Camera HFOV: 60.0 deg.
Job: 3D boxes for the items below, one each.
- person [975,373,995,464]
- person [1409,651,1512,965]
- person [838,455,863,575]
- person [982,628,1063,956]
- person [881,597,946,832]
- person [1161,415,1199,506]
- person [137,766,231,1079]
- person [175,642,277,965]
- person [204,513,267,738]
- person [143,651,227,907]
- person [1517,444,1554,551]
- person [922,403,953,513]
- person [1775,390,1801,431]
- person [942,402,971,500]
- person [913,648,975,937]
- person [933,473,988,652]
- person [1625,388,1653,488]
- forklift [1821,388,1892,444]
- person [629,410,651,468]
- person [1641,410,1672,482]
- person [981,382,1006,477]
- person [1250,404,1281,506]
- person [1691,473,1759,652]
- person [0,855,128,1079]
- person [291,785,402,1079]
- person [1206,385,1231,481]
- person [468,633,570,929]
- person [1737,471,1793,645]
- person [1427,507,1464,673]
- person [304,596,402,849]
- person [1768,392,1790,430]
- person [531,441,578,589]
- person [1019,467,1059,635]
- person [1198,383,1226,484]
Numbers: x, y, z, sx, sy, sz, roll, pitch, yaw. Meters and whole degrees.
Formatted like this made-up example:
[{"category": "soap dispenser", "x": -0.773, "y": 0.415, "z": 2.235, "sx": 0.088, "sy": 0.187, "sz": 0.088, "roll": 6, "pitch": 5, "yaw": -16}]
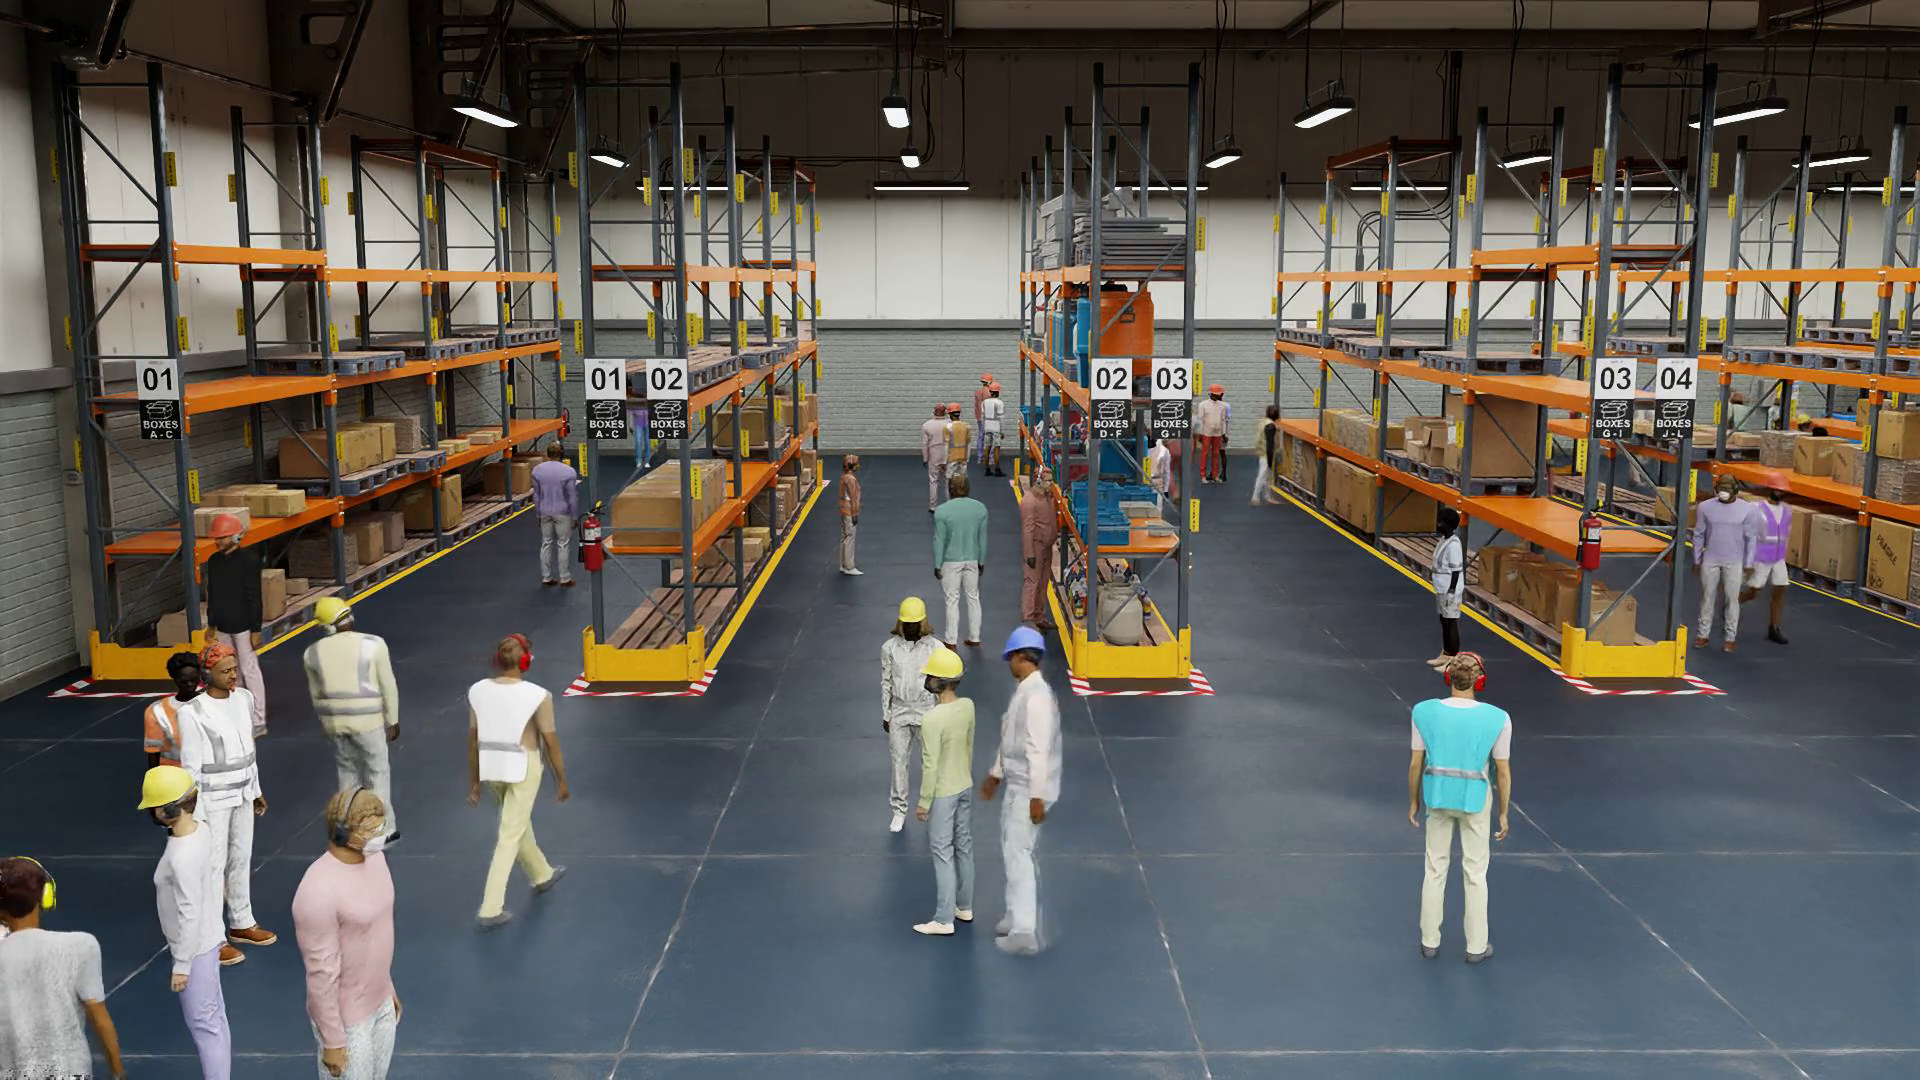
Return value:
[{"category": "person", "x": 0.584, "y": -2.642, "z": 36.289, "sx": 0.612, "sy": 1.995, "sz": 0.379, "roll": 9, "pitch": 12, "yaw": 44}, {"category": "person", "x": 2.908, "y": 1.563, "z": 9.712, "sx": 0.570, "sy": 1.843, "sz": 0.373, "roll": 4, "pitch": 10, "yaw": 24}, {"category": "person", "x": -1.495, "y": -0.343, "z": 22.636, "sx": 0.311, "sy": 1.638, "sz": 0.523, "roll": -3, "pitch": 9, "yaw": -17}, {"category": "person", "x": 0.405, "y": 1.502, "z": 10.015, "sx": 0.441, "sy": 1.887, "sz": 0.729, "roll": -2, "pitch": 9, "yaw": -10}, {"category": "person", "x": -0.335, "y": 1.261, "z": 12.010, "sx": 0.484, "sy": 1.736, "sz": 0.322, "roll": 1, "pitch": 9, "yaw": 8}, {"category": "person", "x": 3.858, "y": -1.599, "z": 29.429, "sx": 0.701, "sy": 2.000, "sz": 0.539, "roll": -3, "pitch": 9, "yaw": -17}, {"category": "person", "x": -3.623, "y": 1.906, "z": 7.793, "sx": 0.327, "sy": 1.760, "sz": 0.523, "roll": -3, "pitch": 9, "yaw": -19}, {"category": "person", "x": -4.321, "y": 1.531, "z": 9.796, "sx": 0.346, "sy": 1.882, "sz": 0.584, "roll": 2, "pitch": 9, "yaw": 15}, {"category": "person", "x": -6.329, "y": 0.750, "z": 14.498, "sx": 0.614, "sy": 1.991, "sz": 0.404, "roll": 5, "pitch": 10, "yaw": 29}, {"category": "person", "x": -4.832, "y": 1.523, "z": 10.468, "sx": 0.530, "sy": 1.690, "sz": 0.319, "roll": -6, "pitch": 11, "yaw": -33}, {"category": "person", "x": 8.408, "y": -0.804, "z": 24.408, "sx": 0.615, "sy": 2.024, "sz": 0.743, "roll": 1, "pitch": 9, "yaw": 4}, {"category": "person", "x": -0.335, "y": -1.407, "z": 28.625, "sx": 0.639, "sy": 1.908, "sz": 0.409, "roll": 0, "pitch": 9, "yaw": -3}, {"category": "person", "x": 17.448, "y": -2.401, "z": 35.115, "sx": 0.649, "sy": 1.876, "sz": 1.030, "roll": -5, "pitch": 10, "yaw": -29}, {"category": "person", "x": -0.076, "y": -1.383, "z": 28.386, "sx": 0.543, "sy": 1.933, "sz": 0.363, "roll": -5, "pitch": 10, "yaw": -31}, {"category": "person", "x": -0.093, "y": 1.530, "z": 10.172, "sx": 0.302, "sy": 1.771, "sz": 0.531, "roll": 5, "pitch": 10, "yaw": 31}, {"category": "person", "x": 0.002, "y": 0.241, "z": 17.958, "sx": 0.628, "sy": 1.932, "sz": 0.375, "roll": -4, "pitch": 10, "yaw": -26}, {"category": "person", "x": 13.201, "y": -1.980, "z": 32.286, "sx": 0.447, "sy": 1.929, "sz": 0.682, "roll": 4, "pitch": 10, "yaw": 24}, {"category": "forklift", "x": 20.072, "y": -3.110, "z": 36.462, "sx": 1.873, "sy": 2.768, "sz": 1.129, "roll": 0, "pitch": 9, "yaw": 0}, {"category": "person", "x": -6.699, "y": -2.425, "z": 35.264, "sx": 0.600, "sy": 1.876, "sz": 0.949, "roll": -2, "pitch": 9, "yaw": -14}, {"category": "person", "x": 13.988, "y": -2.084, "z": 33.290, "sx": 0.599, "sy": 1.814, "sz": 0.747, "roll": -2, "pitch": 9, "yaw": -12}, {"category": "person", "x": 0.691, "y": -2.251, "z": 33.953, "sx": 0.543, "sy": 1.939, "sz": 0.370, "roll": 7, "pitch": 11, "yaw": 38}, {"category": "person", "x": 5.476, "y": -1.513, "z": 29.597, "sx": 0.445, "sy": 1.853, "sz": 0.628, "roll": 0, "pitch": 9, "yaw": 1}, {"category": "person", "x": 8.223, "y": 0.240, "z": 17.932, "sx": 0.635, "sy": 1.936, "sz": 0.353, "roll": 7, "pitch": 11, "yaw": 37}, {"category": "person", "x": -3.512, "y": 2.087, "z": 6.436, "sx": 0.547, "sy": 1.817, "sz": 0.947, "roll": -5, "pitch": 10, "yaw": -27}, {"category": "person", "x": -2.497, "y": 1.958, "z": 6.892, "sx": 0.371, "sy": 1.936, "sz": 0.627, "roll": 0, "pitch": 9, "yaw": 3}, {"category": "person", "x": 5.136, "y": -2.131, "z": 33.187, "sx": 0.370, "sy": 1.935, "sz": 0.552, "roll": -7, "pitch": 11, "yaw": -38}, {"category": "person", "x": -2.769, "y": 1.472, "z": 10.468, "sx": 0.585, "sy": 1.786, "sz": 0.996, "roll": 3, "pitch": 9, "yaw": 21}, {"category": "person", "x": 8.932, "y": 0.170, "z": 18.500, "sx": 0.548, "sy": 1.913, "sz": 0.775, "roll": -2, "pitch": 9, "yaw": -11}, {"category": "person", "x": 4.965, "y": 0.510, "z": 16.966, "sx": 0.318, "sy": 1.695, "sz": 0.540, "roll": 1, "pitch": 9, "yaw": 4}, {"category": "person", "x": -4.276, "y": 1.279, "z": 11.749, "sx": 0.622, "sy": 1.783, "sz": 0.456, "roll": 0, "pitch": 9, "yaw": 0}, {"category": "person", "x": 16.877, "y": -2.198, "z": 34.268, "sx": 0.486, "sy": 1.736, "sz": 0.320, "roll": -1, "pitch": 9, "yaw": -9}, {"category": "person", "x": -5.245, "y": -0.322, "z": 21.596, "sx": 0.623, "sy": 1.932, "sz": 0.367, "roll": 2, "pitch": 9, "yaw": 12}, {"category": "person", "x": 0.915, "y": 0.116, "z": 18.873, "sx": 0.402, "sy": 1.900, "sz": 0.645, "roll": 4, "pitch": 10, "yaw": 26}, {"category": "person", "x": 4.976, "y": -2.096, "z": 32.784, "sx": 0.609, "sy": 1.991, "sz": 0.388, "roll": -3, "pitch": 9, "yaw": -20}]
